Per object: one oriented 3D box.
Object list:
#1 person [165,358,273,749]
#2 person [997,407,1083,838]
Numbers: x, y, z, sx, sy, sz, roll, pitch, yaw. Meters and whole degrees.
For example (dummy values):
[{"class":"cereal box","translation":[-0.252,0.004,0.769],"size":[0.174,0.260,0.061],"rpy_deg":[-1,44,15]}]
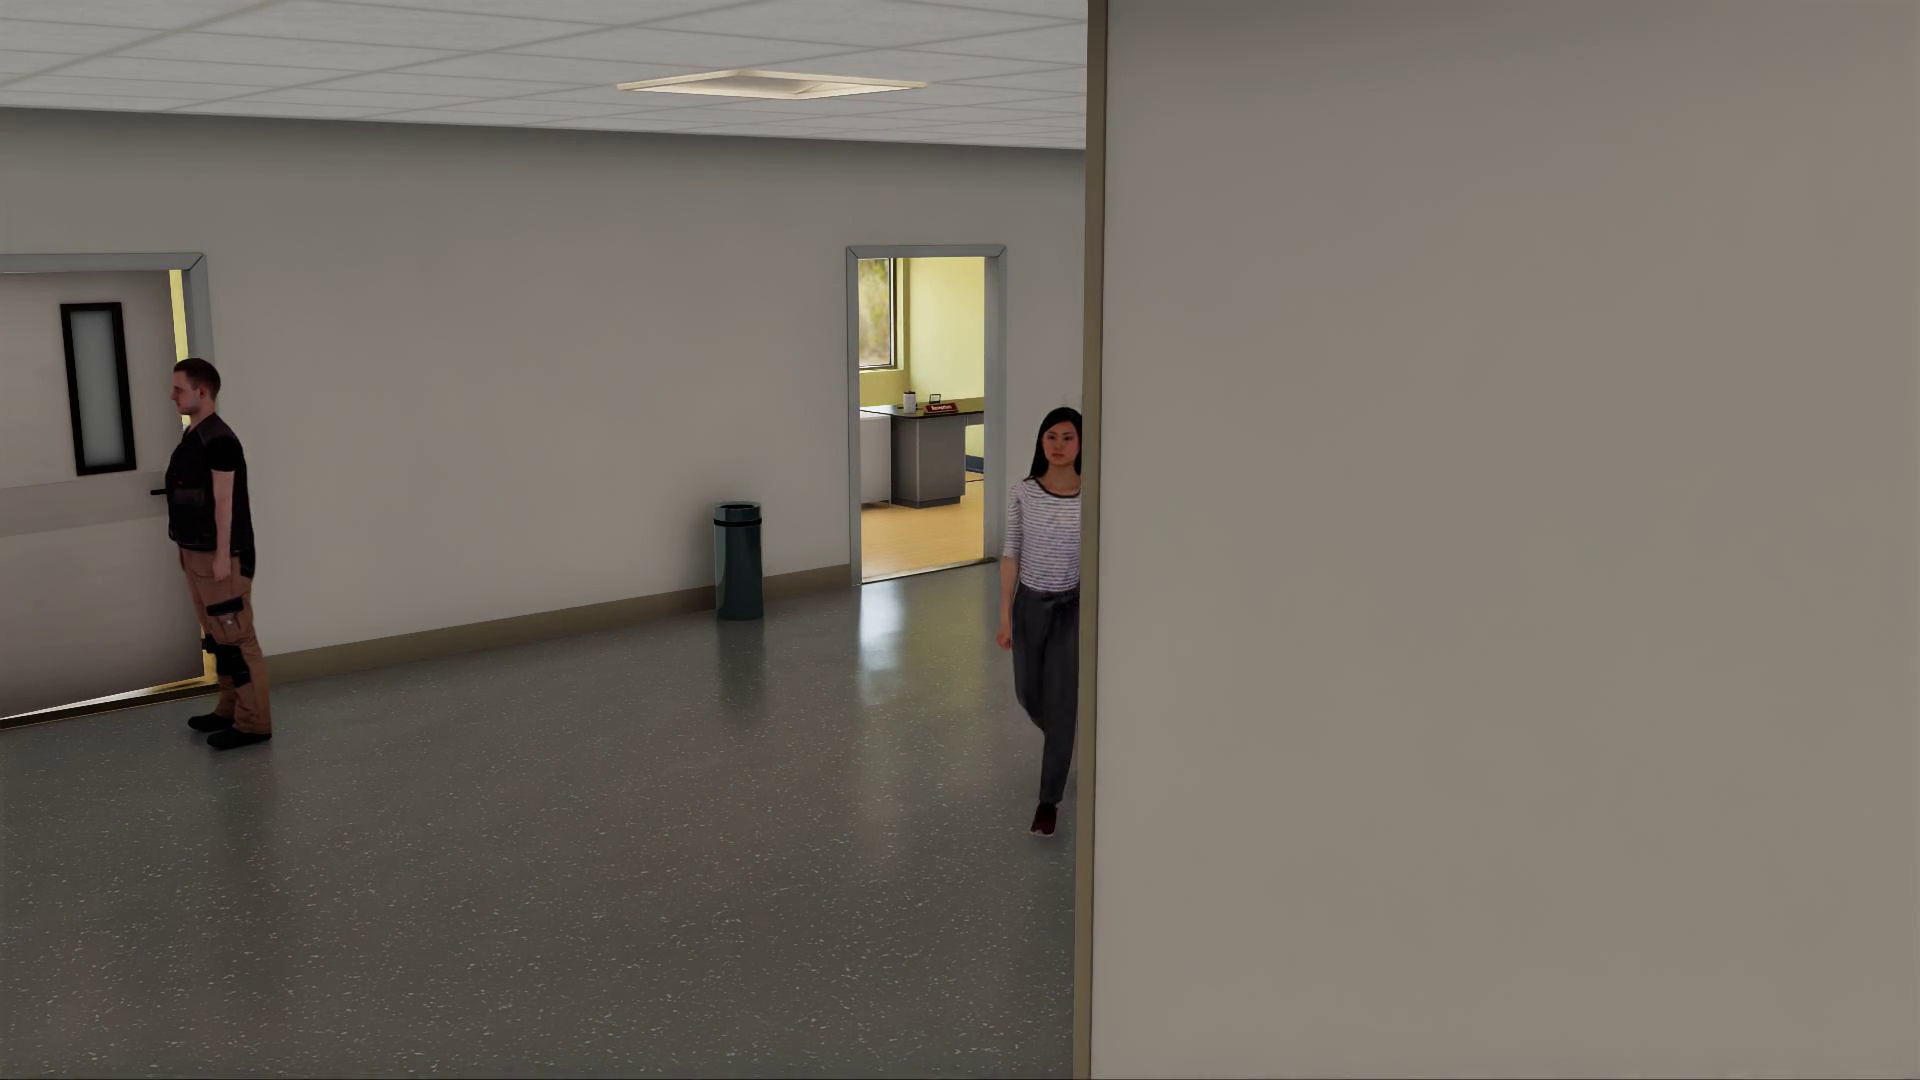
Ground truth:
[{"class":"person","translation":[-3.532,0.046,7.932],"size":[0.560,1.840,0.659],"rpy_deg":[-9,14,-39]},{"class":"person","translation":[0.387,0.312,6.892],"size":[1.027,1.706,1.168],"rpy_deg":[2,11,12]}]
